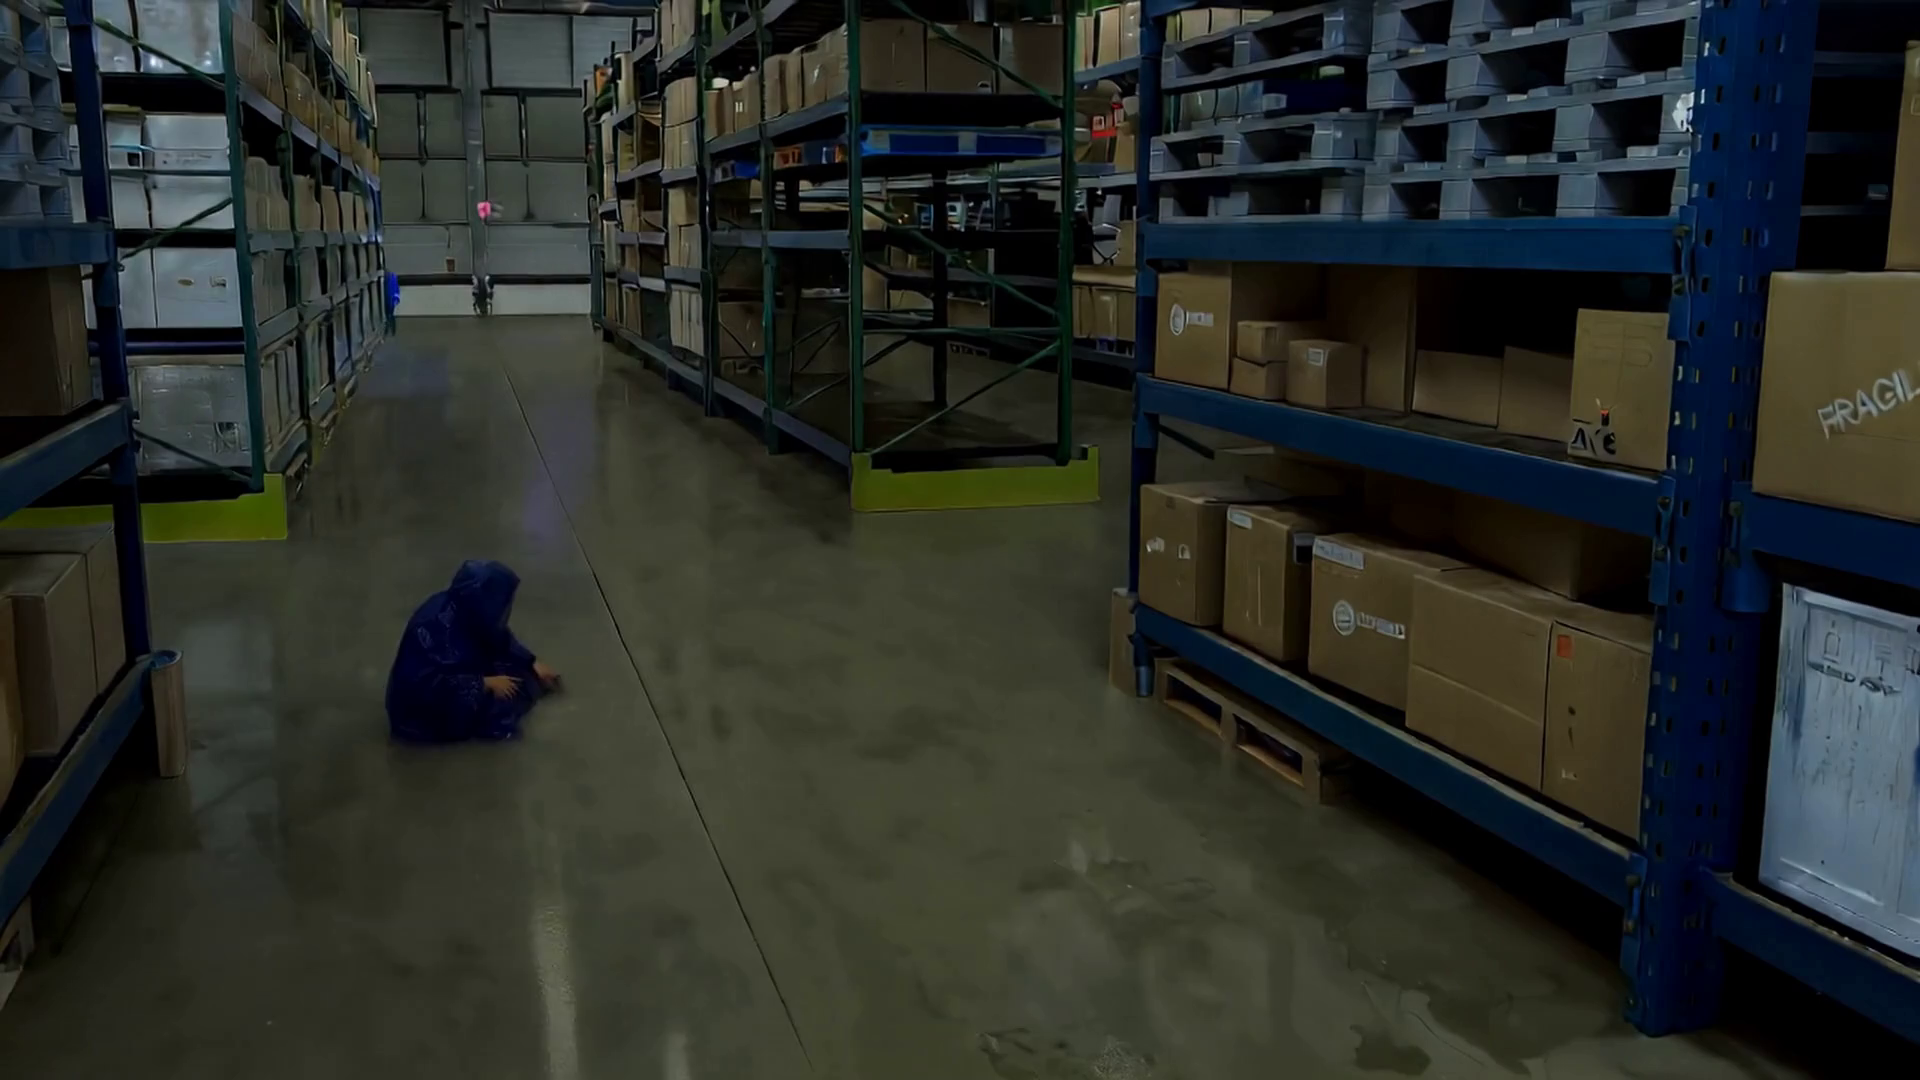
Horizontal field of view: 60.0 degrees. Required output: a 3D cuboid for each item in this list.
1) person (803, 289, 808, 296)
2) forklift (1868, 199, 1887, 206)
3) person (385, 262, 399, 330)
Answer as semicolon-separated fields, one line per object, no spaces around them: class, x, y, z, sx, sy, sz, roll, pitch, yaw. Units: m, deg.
person;-3.584;-5.167;36.109;0.604;1.882;1.015;-6;12;-28
forklift;11.338;-2.915;21.052;1.129;2.768;1.873;-3;11;-17
person;-14.444;-6.134;41.881;0.606;1.727;0.423;-2;11;-12
